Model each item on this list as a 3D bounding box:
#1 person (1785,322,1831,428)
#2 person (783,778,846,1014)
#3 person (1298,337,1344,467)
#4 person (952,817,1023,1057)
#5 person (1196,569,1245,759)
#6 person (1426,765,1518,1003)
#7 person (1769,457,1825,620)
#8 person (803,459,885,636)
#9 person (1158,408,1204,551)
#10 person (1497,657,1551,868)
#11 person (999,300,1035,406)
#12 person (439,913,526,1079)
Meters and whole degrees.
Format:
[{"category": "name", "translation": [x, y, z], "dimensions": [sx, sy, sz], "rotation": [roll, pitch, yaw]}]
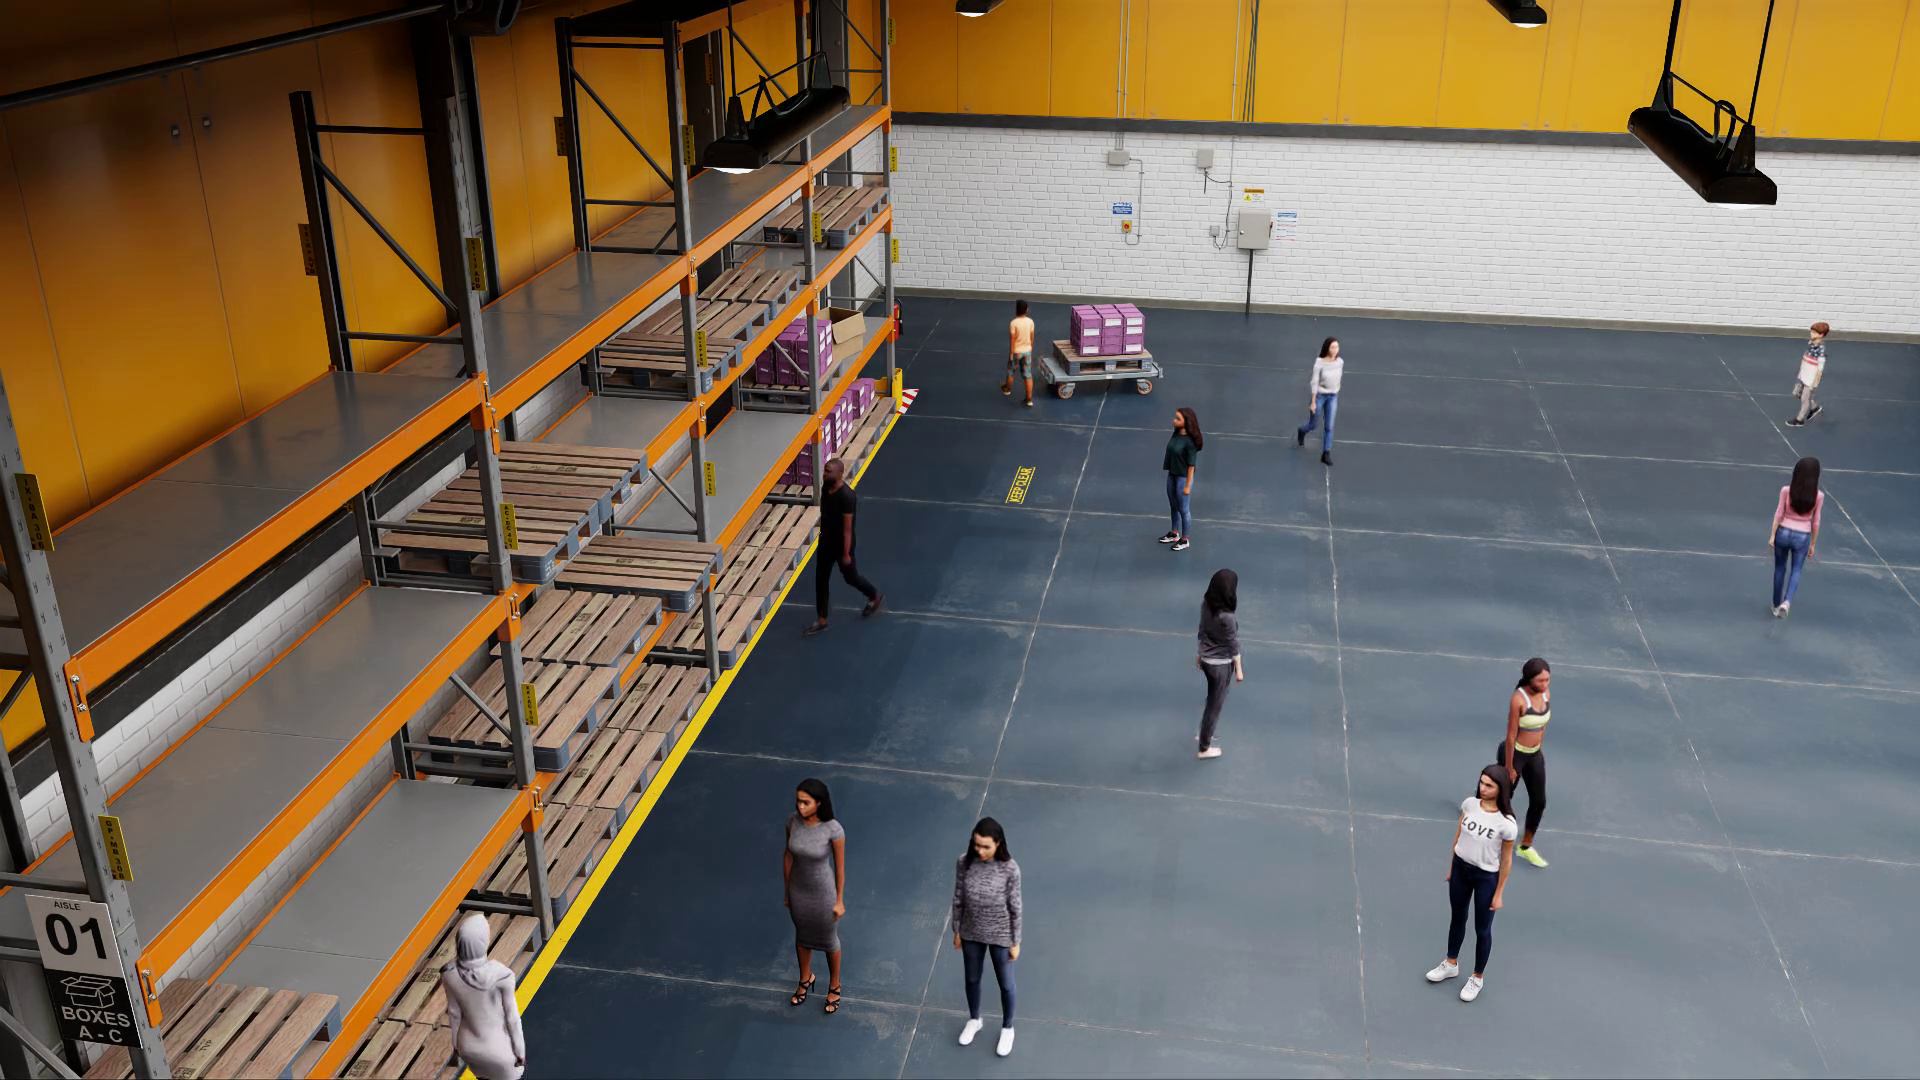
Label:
[{"category": "person", "translation": [11.303, -2.197, 22.006], "dimensions": [0.685, 1.434, 0.712], "rotation": [-1, 24, -3]}, {"category": "person", "translation": [-0.967, 2.375, 11.115], "dimensions": [0.629, 1.781, 0.587], "rotation": [9, 25, 19]}, {"category": "person", "translation": [4.501, -1.766, 20.798], "dimensions": [0.894, 1.613, 1.063], "rotation": [-8, 25, -19]}, {"category": "person", "translation": [0.189, 2.537, 10.806], "dimensions": [0.645, 1.731, 0.575], "rotation": [8, 25, 17]}, {"category": "person", "translation": [2.102, 1.087, 14.101], "dimensions": [0.782, 1.748, 0.707], "rotation": [-11, 26, -23]}, {"category": "person", "translation": [3.515, 2.300, 11.294], "dimensions": [0.712, 1.774, 0.663], "rotation": [-18, 29, -35]}, {"category": "person", "translation": [8.285, 0.016, 16.574], "dimensions": [0.713, 1.730, 0.906], "rotation": [11, 26, 24]}, {"category": "person", "translation": [-1.126, 0.046, 16.440], "dimensions": [1.264, 1.783, 1.163], "rotation": [-18, 29, -35]}, {"category": "person", "translation": [2.436, -0.691, 18.334], "dimensions": [0.772, 1.617, 0.695], "rotation": [-10, 26, -23]}, {"category": "person", "translation": [4.263, 1.645, 12.842], "dimensions": [0.810, 1.735, 0.906], "rotation": [-10, 25, -21]}, {"category": "person", "translation": [0.871, -2.540, 22.794], "dimensions": [0.850, 1.432, 1.031], "rotation": [-9, 25, -20]}, {"category": "person", "translation": [-2.783, 3.004, 9.699], "dimensions": [0.609, 1.762, 0.883], "rotation": [3, 24, 8]}]
